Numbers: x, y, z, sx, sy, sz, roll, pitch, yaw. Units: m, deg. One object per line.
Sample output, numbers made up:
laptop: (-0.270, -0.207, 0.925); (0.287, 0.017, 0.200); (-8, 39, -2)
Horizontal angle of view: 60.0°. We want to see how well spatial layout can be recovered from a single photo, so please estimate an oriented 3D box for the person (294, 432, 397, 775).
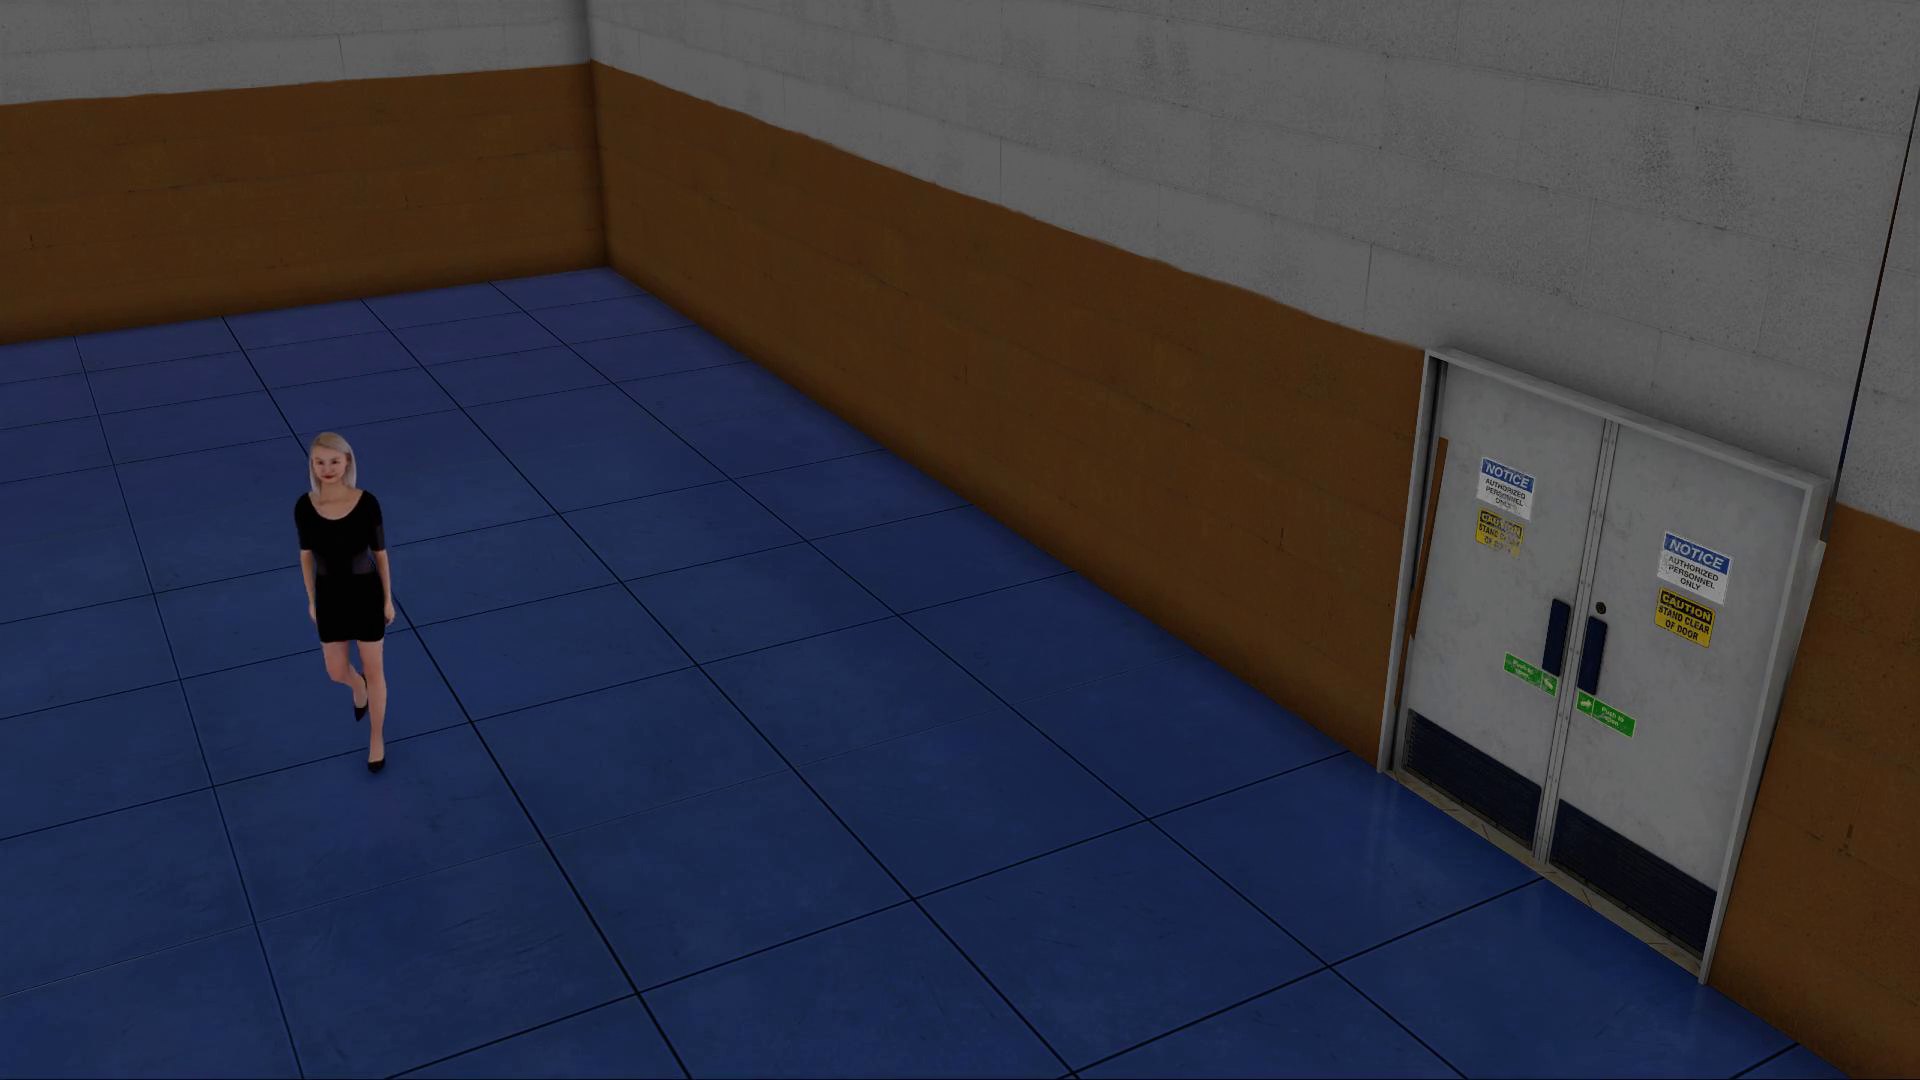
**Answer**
person: (-3.117, 0.290, 8.545); (0.816, 1.822, 0.778); (-5, 24, -12)
